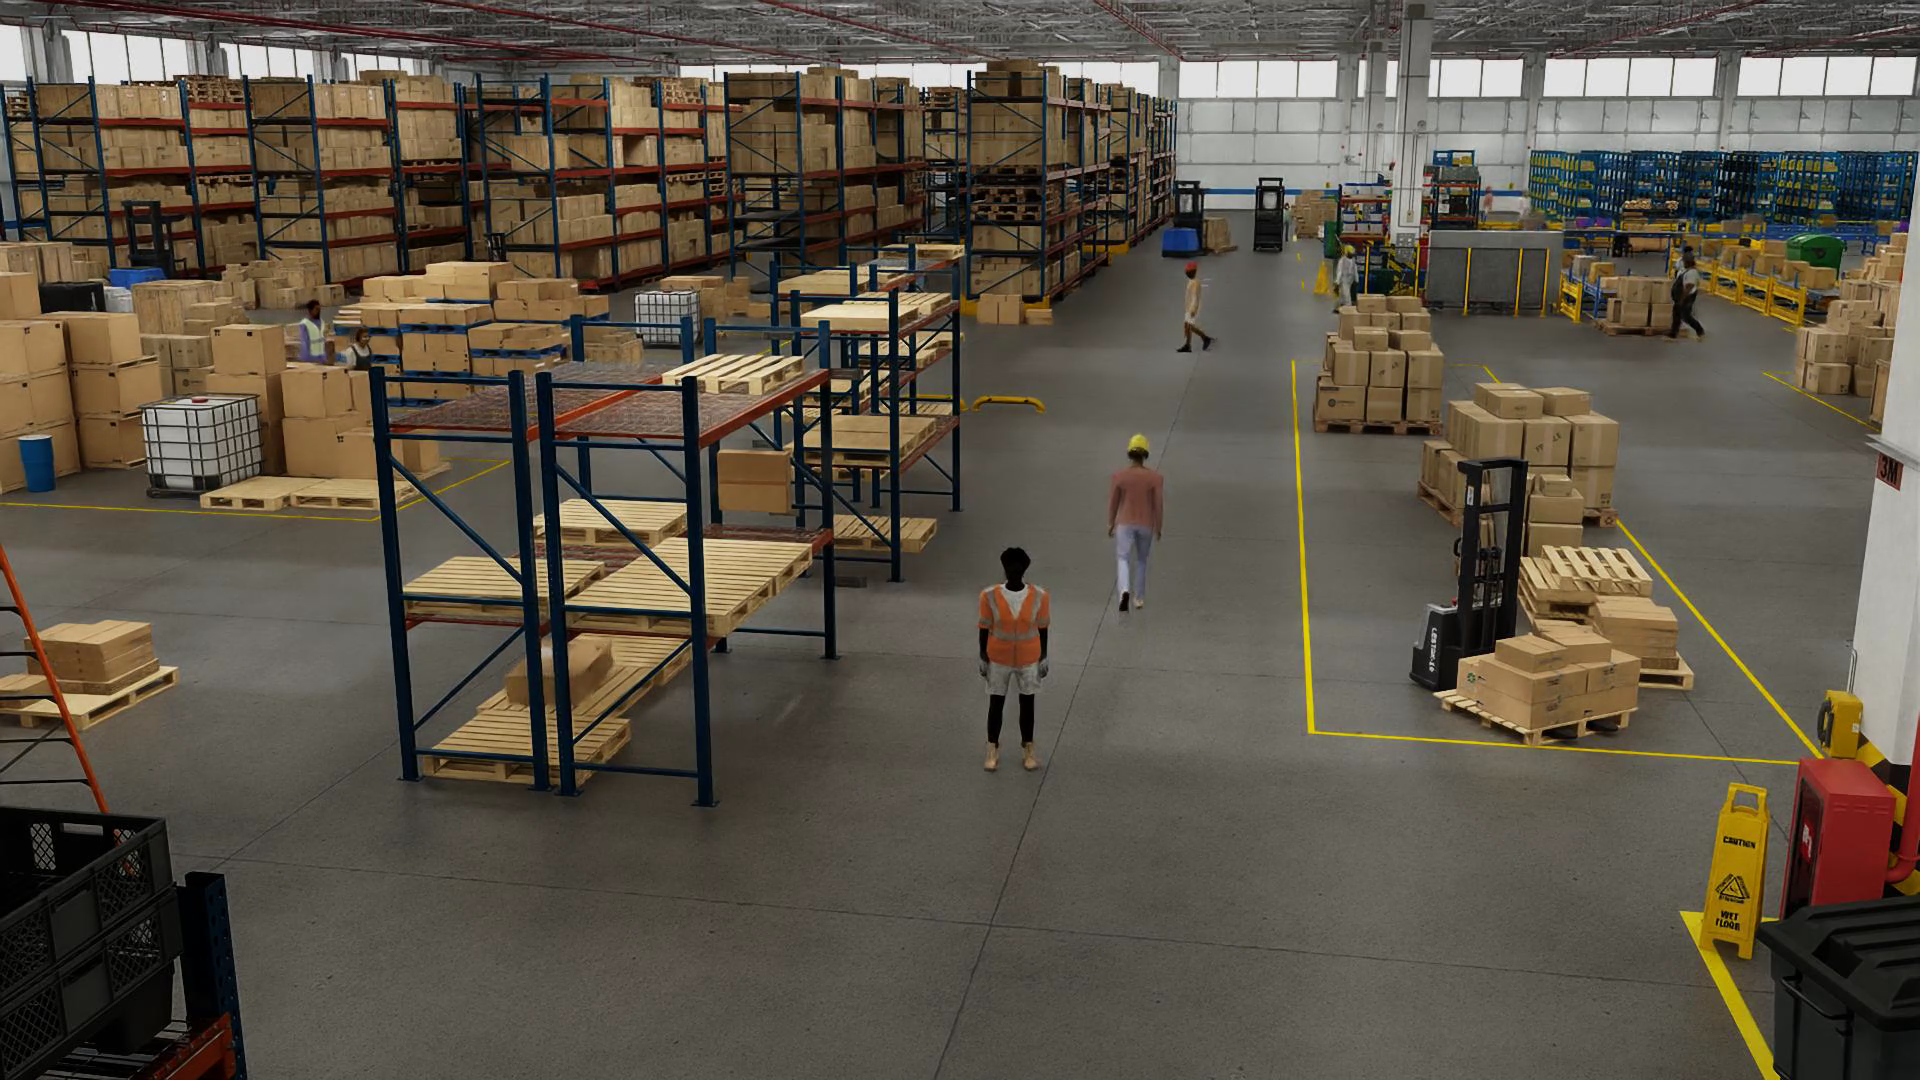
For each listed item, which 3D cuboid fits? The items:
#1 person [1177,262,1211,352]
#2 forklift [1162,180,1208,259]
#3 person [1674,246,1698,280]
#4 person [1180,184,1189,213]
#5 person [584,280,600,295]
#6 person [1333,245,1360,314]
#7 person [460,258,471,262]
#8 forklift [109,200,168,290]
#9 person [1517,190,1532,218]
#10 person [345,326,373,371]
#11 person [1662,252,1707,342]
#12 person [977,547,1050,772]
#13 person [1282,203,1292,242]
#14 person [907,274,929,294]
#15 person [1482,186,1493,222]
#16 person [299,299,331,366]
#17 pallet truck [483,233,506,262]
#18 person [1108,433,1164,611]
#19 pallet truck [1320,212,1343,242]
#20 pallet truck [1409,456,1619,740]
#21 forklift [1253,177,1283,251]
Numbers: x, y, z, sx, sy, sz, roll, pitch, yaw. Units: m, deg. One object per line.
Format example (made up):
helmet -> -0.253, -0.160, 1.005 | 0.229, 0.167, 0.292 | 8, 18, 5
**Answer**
person -> 4.947, -4.901, 35.087 | 0.606, 1.918, 0.559 | -1, 14, -4
forklift -> 8.294, -11.811, 61.155 | 1.129, 2.768, 1.873 | 8, 16, 31
person -> 18.909, -6.829, 43.384 | 0.558, 1.671, 0.656 | 4, 14, 17
person -> 12.234, -18.562, 90.597 | 0.583, 1.898, 0.645 | 11, 18, 38
person -> -6.928, -3.959, 31.331 | 0.977, 1.890, 0.558 | 3, 14, 13
person -> 9.824, -6.588, 42.223 | 0.596, 1.789, 0.923 | -12, 18, -40
person -> -10.567, -5.086, 35.752 | 0.499, 1.947, 0.622 | 8, 16, 29
forklift -> -21.394, -7.518, 43.729 | 1.129, 2.768, 1.873 | 3, 14, 10
person -> 26.366, -15.361, 77.600 | 0.643, 1.893, 0.424 | -2, 14, -10
person -> -8.756, -2.242, 24.517 | 0.837, 1.808, 0.513 | 8, 16, 29
person -> 16.064, -5.361, 36.699 | 0.798, 2.000, 0.685 | 2, 14, 9
person -> 0.391, 0.866, 12.117 | 0.540, 1.697, 0.317 | 0, 14, -2
person -> 13.783, -13.443, 70.349 | 0.507, 1.632, 0.268 | -3, 14, -13
person -> -1.062, -6.529, 42.166 | 0.619, 1.672, 0.406 | -9, 16, -31
person -> 25.514, -16.179, 80.757 | 0.683, 1.968, 0.649 | -2, 14, -9
person -> -10.798, -3.059, 27.672 | 0.646, 1.899, 0.599 | 3, 14, 11
pallet truck -> -11.832, -7.026, 43.548 | 1.885, 1.965, 0.823 | 8, 16, 28
person -> 1.702, -0.145, 16.120 | 0.531, 1.755, 0.605 | 1, 14, 4
pallet truck -> 15.874, -13.227, 70.310 | 0.680, 1.201, 1.601 | 10, 17, 35
pallet truck -> 4.504, 0.400, 13.395 | 0.823, 1.965, 1.885 | -6, 15, -23
forklift -> 12.083, -12.747, 64.956 | 1.129, 2.768, 1.873 | 3, 14, 10
